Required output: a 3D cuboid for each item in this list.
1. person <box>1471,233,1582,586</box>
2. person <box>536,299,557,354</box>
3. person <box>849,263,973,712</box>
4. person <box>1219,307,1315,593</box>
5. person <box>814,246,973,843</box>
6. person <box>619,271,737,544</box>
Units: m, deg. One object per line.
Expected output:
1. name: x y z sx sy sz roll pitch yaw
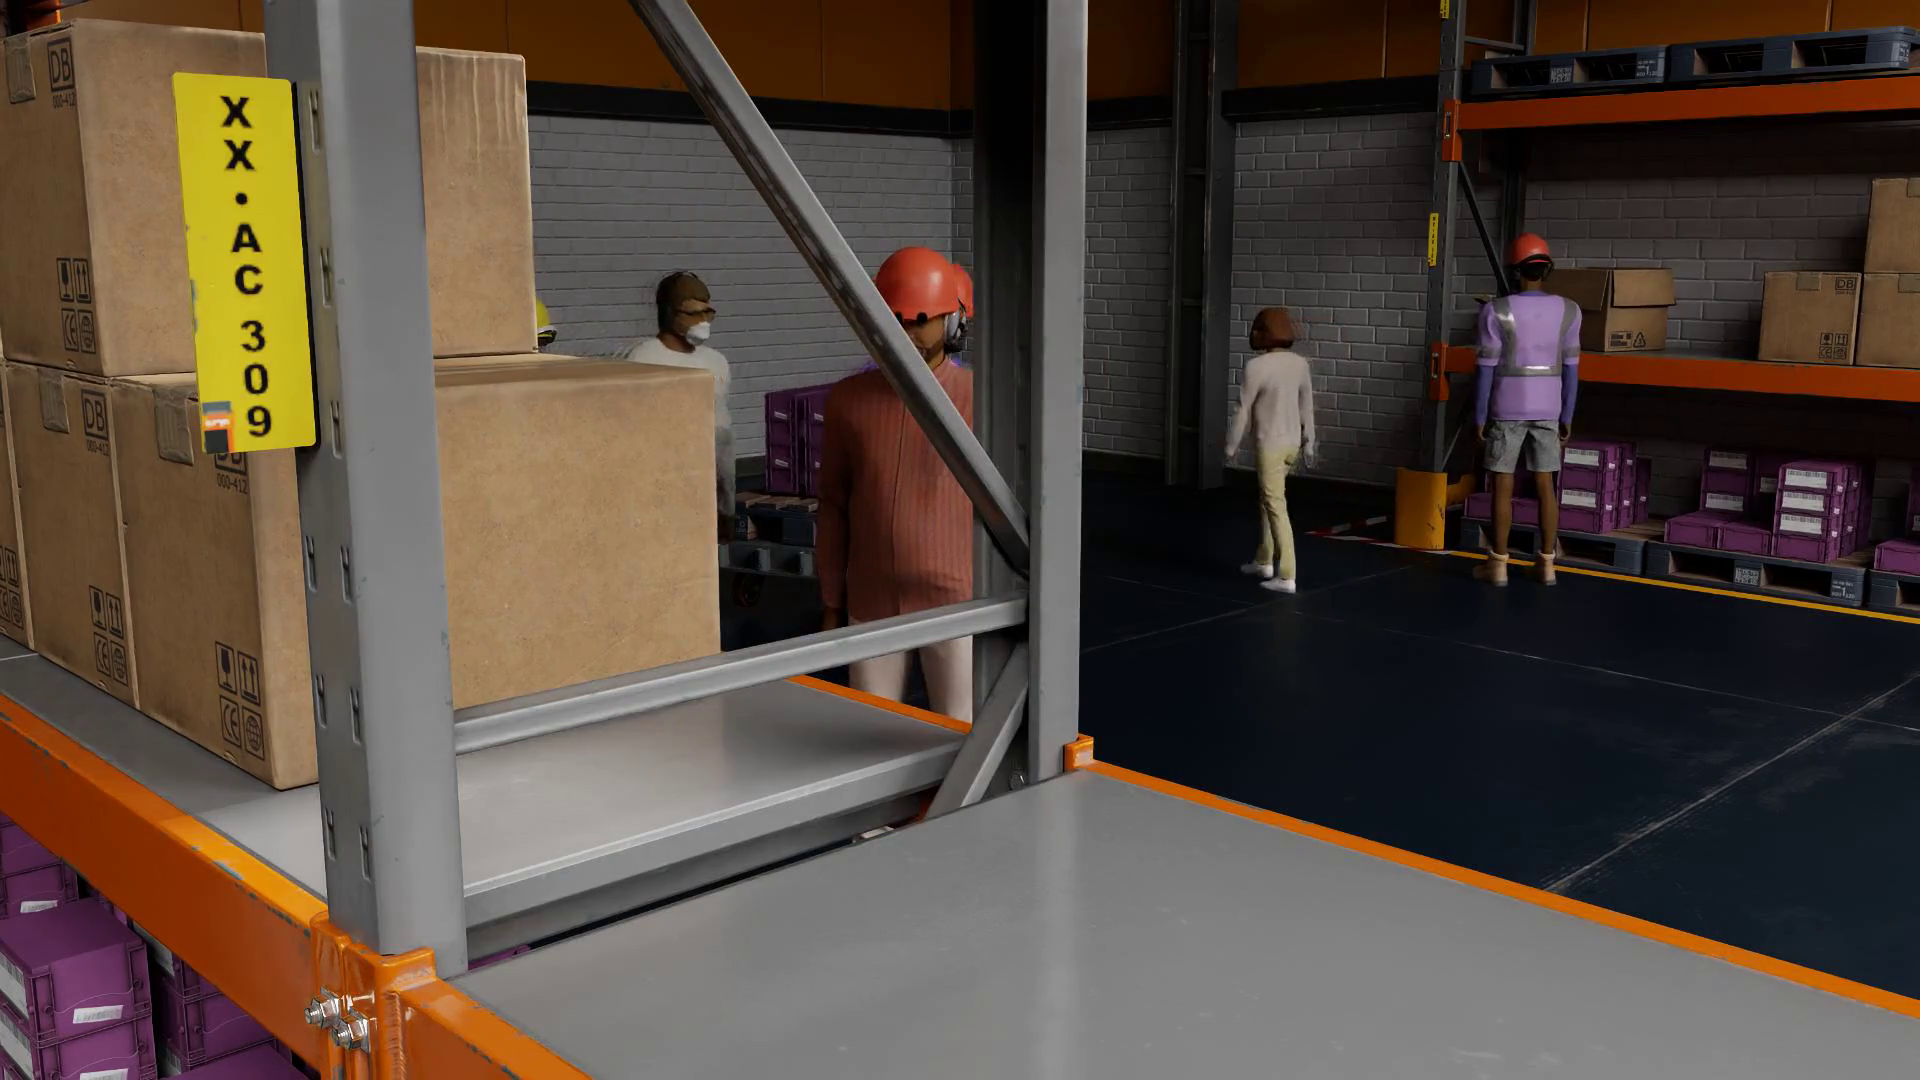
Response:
1. person: 3.253 -0.745 9.645 0.609 2.035 0.413 -1 10 -4
2. person: -1.575 0.012 6.048 0.404 1.832 0.595 2 11 11
3. person: -0.140 -0.056 6.168 0.573 1.922 0.527 -10 14 -44
4. person: 1.740 -0.522 9.569 0.513 1.605 0.682 -9 14 -39
5. person: -0.123 0.180 4.694 0.609 1.993 0.384 2 11 13
6. person: -1.203 -0.142 6.756 0.973 1.897 0.631 6 12 29
